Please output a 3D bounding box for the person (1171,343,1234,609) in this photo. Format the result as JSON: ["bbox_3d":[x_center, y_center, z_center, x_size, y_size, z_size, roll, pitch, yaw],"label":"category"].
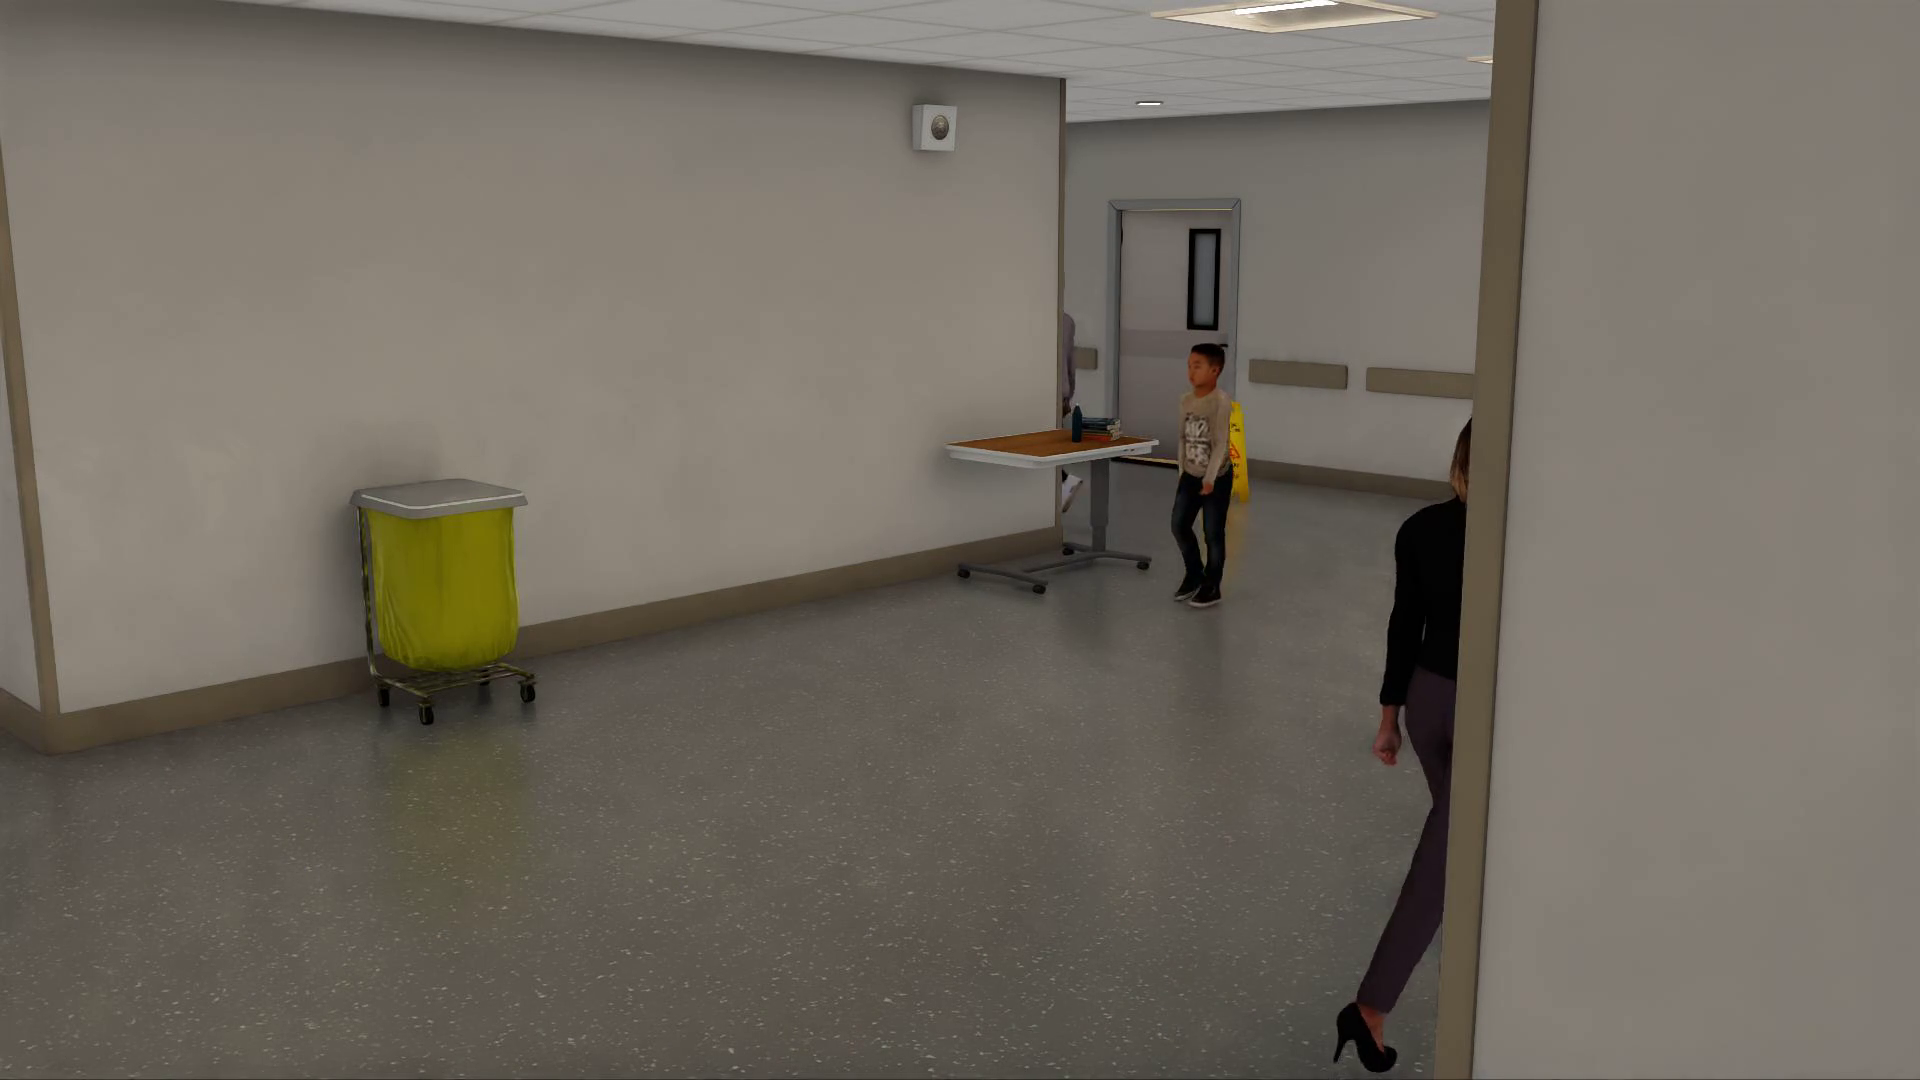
[{"bbox_3d":[1.408,-0.353,9.186,0.589,1.453,0.488,-10,14,-42],"label":"person"}]
